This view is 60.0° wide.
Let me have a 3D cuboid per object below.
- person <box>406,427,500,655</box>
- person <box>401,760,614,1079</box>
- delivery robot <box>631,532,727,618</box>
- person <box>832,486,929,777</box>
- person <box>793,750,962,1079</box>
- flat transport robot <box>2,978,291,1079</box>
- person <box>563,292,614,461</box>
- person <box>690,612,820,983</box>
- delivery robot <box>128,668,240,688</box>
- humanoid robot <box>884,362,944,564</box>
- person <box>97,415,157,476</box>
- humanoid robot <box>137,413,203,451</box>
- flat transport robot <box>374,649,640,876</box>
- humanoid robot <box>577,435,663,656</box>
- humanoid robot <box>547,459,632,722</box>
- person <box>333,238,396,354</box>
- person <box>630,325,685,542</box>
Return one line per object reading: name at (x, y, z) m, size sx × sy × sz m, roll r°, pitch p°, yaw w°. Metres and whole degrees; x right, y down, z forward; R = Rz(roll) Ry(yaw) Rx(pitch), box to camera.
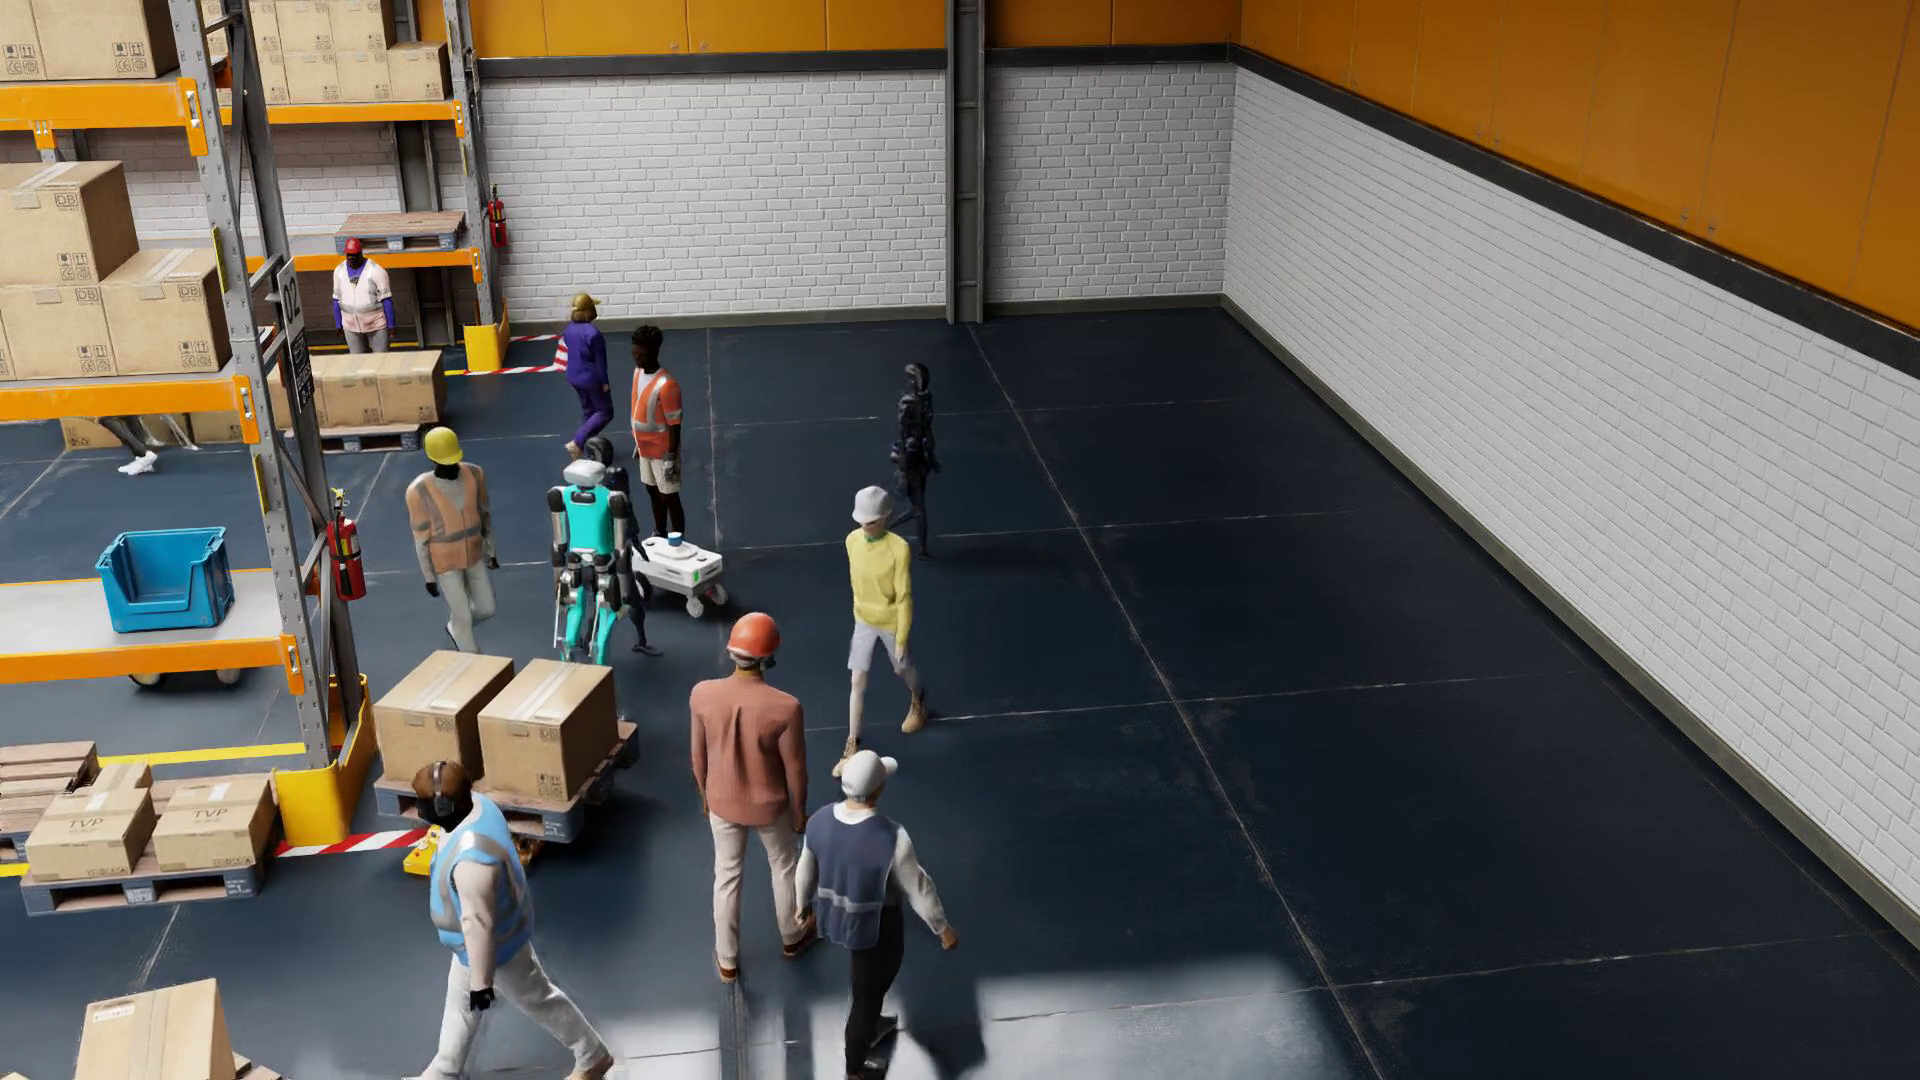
person at (-3.395, 0.102, 11.147) m, size 0.559 × 1.899 × 0.593 m, roll 20°, pitch 30°, yaw 38°
person at (-2.097, 1.776, 7.487) m, size 0.991 × 1.791 × 0.672 m, roll -8°, pitch 25°, yaw -18°
delivery robot at (-2.158, 0.233, 12.534) m, size 0.791 × 0.614 × 0.499 m, roll 15°, pitch 28°, yaw 30°
person at (-0.472, 0.490, 10.343) m, size 0.482 × 1.836 × 0.998 m, roll 11°, pitch 26°, yaw 24°
person at (-0.355, 1.720, 7.655) m, size 0.743 × 1.735 × 0.697 m, roll 18°, pitch 30°, yaw 35°
flat transport robot at (-3.540, 2.781, 7.061) m, size 1.431 × 0.231 × 0.659 m, roll 13°, pitch 27°, yaw 27°
person at (-3.378, -1.428, 14.975) m, size 0.471 × 1.605 × 0.505 m, roll 20°, pitch 31°, yaw 38°
person at (-1.038, 1.288, 8.369) m, size 0.618 × 1.967 × 0.630 m, roll 5°, pitch 24°, yaw 12°
delivery robot at (-5.317, 0.698, 11.467) m, size 0.806 × 0.608 × 0.499 m, roll 0°, pitch 24°, yaw 1°
humanoid robot at (-0.429, -0.624, 13.099) m, size 0.650 × 1.630 × 0.609 m, roll 10°, pitch 26°, yaw 21°
person at (-7.492, -1.453, 14.746) m, size 0.398 × 1.850 × 0.536 m, roll -3°, pitch 24°, yaw -6°
humanoid robot at (-7.481, -1.599, 15.222) m, size 0.859 × 1.766 × 0.552 m, roll 5°, pitch 24°, yaw 12°
flat transport robot at (-2.642, 1.547, 9.871) m, size 0.659 × 0.231 × 1.431 m, roll 5°, pitch 24°, yaw 12°
humanoid robot at (-2.438, 0.063, 11.520) m, size 0.591 × 1.643 × 0.589 m, roll 12°, pitch 27°, yaw 26°
humanoid robot at (-2.405, 0.426, 10.619) m, size 0.531 × 1.808 × 0.674 m, roll 5°, pitch 24°, yaw 11°
person at (-5.864, -2.124, 16.404) m, size 0.599 × 1.745 × 0.418 m, roll 0°, pitch 24°, yaw 0°
person at (-2.365, -0.723, 12.935) m, size 0.367 × 1.965 × 0.606 m, roll -17°, pitch 29°, yaw -34°
